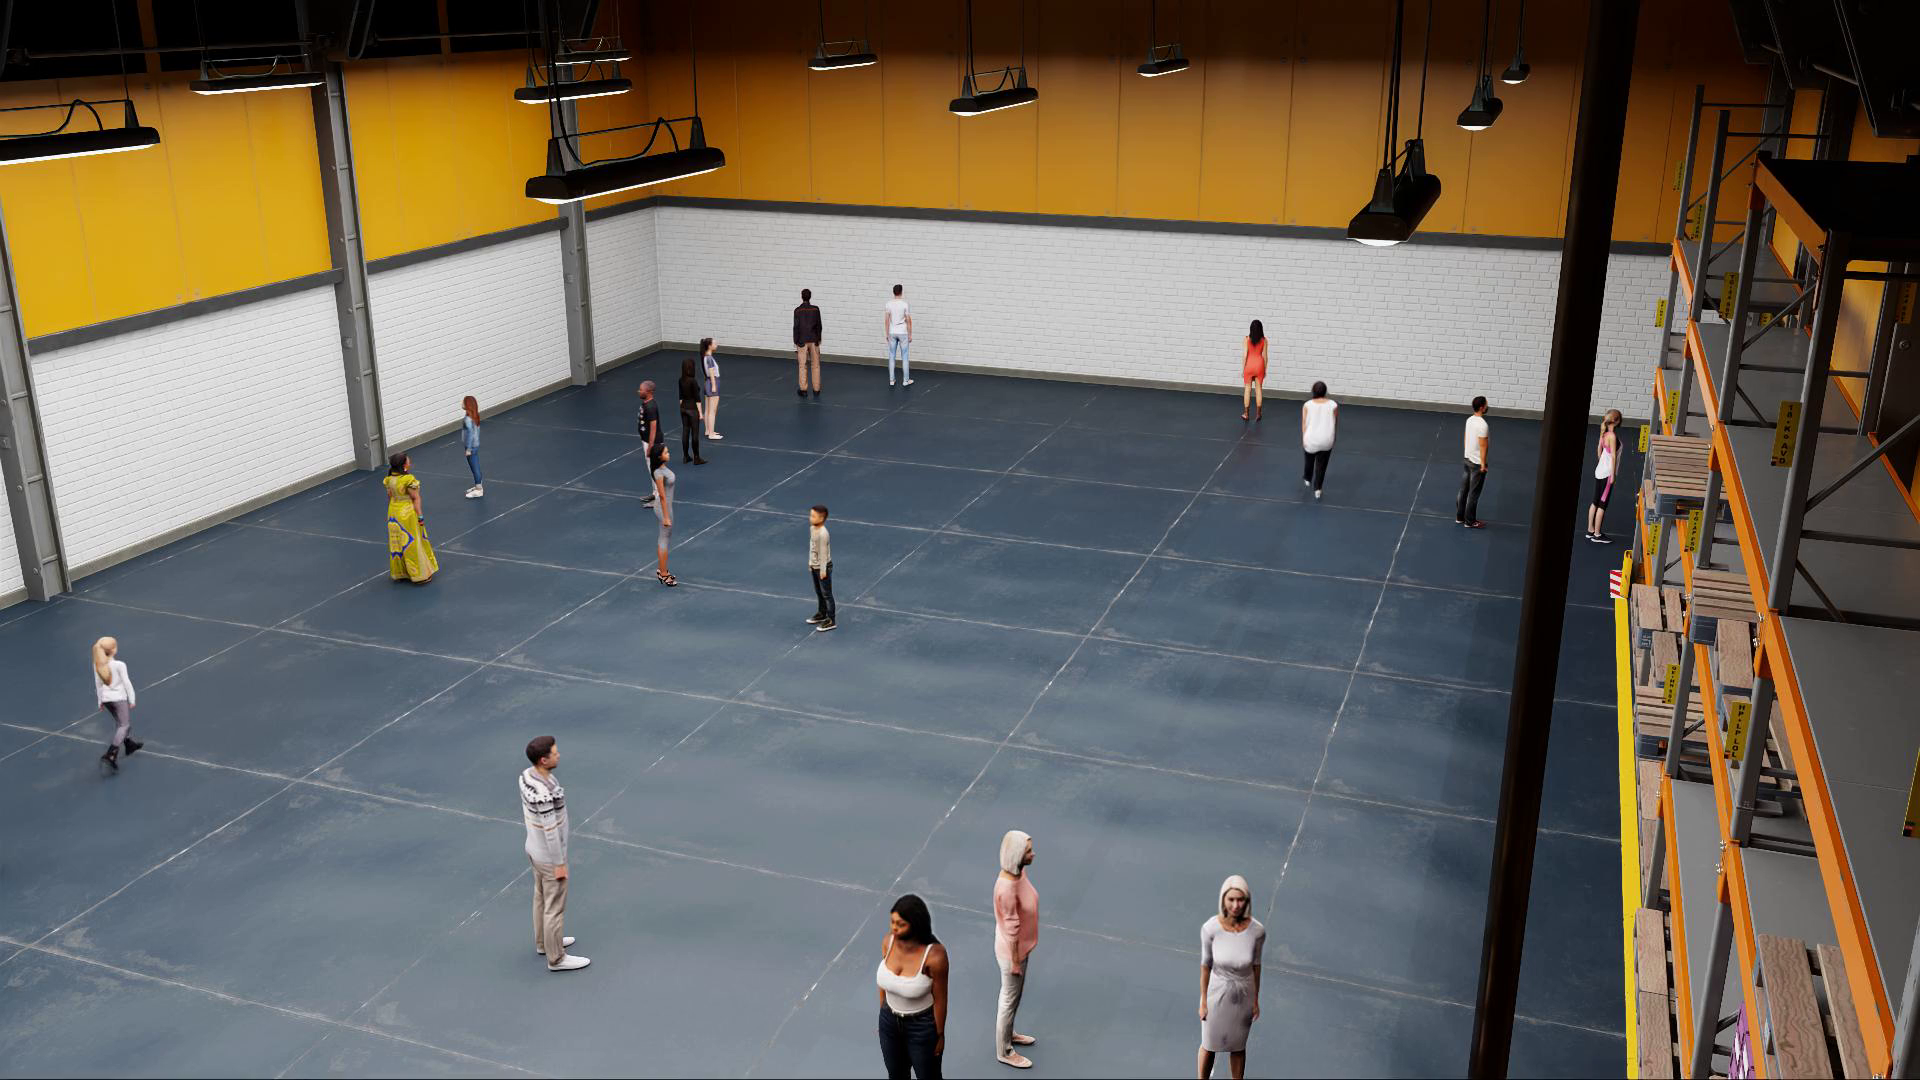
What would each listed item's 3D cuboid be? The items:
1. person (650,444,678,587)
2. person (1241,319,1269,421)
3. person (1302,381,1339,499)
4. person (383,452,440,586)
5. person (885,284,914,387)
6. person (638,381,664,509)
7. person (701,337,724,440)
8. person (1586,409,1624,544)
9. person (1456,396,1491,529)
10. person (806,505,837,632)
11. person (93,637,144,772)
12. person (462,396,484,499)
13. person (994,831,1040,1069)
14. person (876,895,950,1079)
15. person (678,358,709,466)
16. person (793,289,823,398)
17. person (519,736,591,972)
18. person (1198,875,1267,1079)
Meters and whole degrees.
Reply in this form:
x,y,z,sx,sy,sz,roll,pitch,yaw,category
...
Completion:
x,y,z,sx,sy,sz,roll,pitch,yaw,category
-3.641,-0.322,20.410,0.725,1.781,0.615,-3,19,-10,person
4.974,-2.884,28.117,0.659,1.718,0.640,0,19,0,person
5.150,-1.419,23.881,0.727,1.645,1.092,4,19,13,person
-6.822,-0.281,20.479,0.880,1.660,0.802,9,21,25,person
-1.131,-3.771,30.543,0.661,1.852,0.561,5,19,14,person
-4.348,-1.371,23.490,0.823,1.805,0.728,-4,19,-13,person
-4.054,-2.475,27.011,0.724,1.649,0.653,-7,20,-21,person
8.534,-0.862,22.005,0.740,1.787,0.589,-1,19,-2,person
6.989,-1.078,22.619,0.780,1.804,0.662,-3,19,-10,person
-1.584,0.297,19.077,0.660,1.459,0.611,-10,21,-27,person
-8.003,1.541,15.691,0.595,1.264,0.906,3,19,10,person
-7.027,-1.360,23.970,0.700,1.477,0.594,-3,19,-9,person
0.369,2.757,11.356,0.710,1.725,0.539,2,19,7,person
-0.292,3.025,10.431,0.705,1.808,0.684,13,22,33,person
-4.149,-1.980,25.551,0.617,1.642,0.576,12,22,33,person
-2.729,-3.540,29.740,0.793,1.925,0.836,-7,20,-20,person
-3.091,2.320,12.443,0.797,1.861,0.763,-11,21,-29,person
1.729,2.951,10.738,0.629,1.752,0.623,-1,19,-3,person
